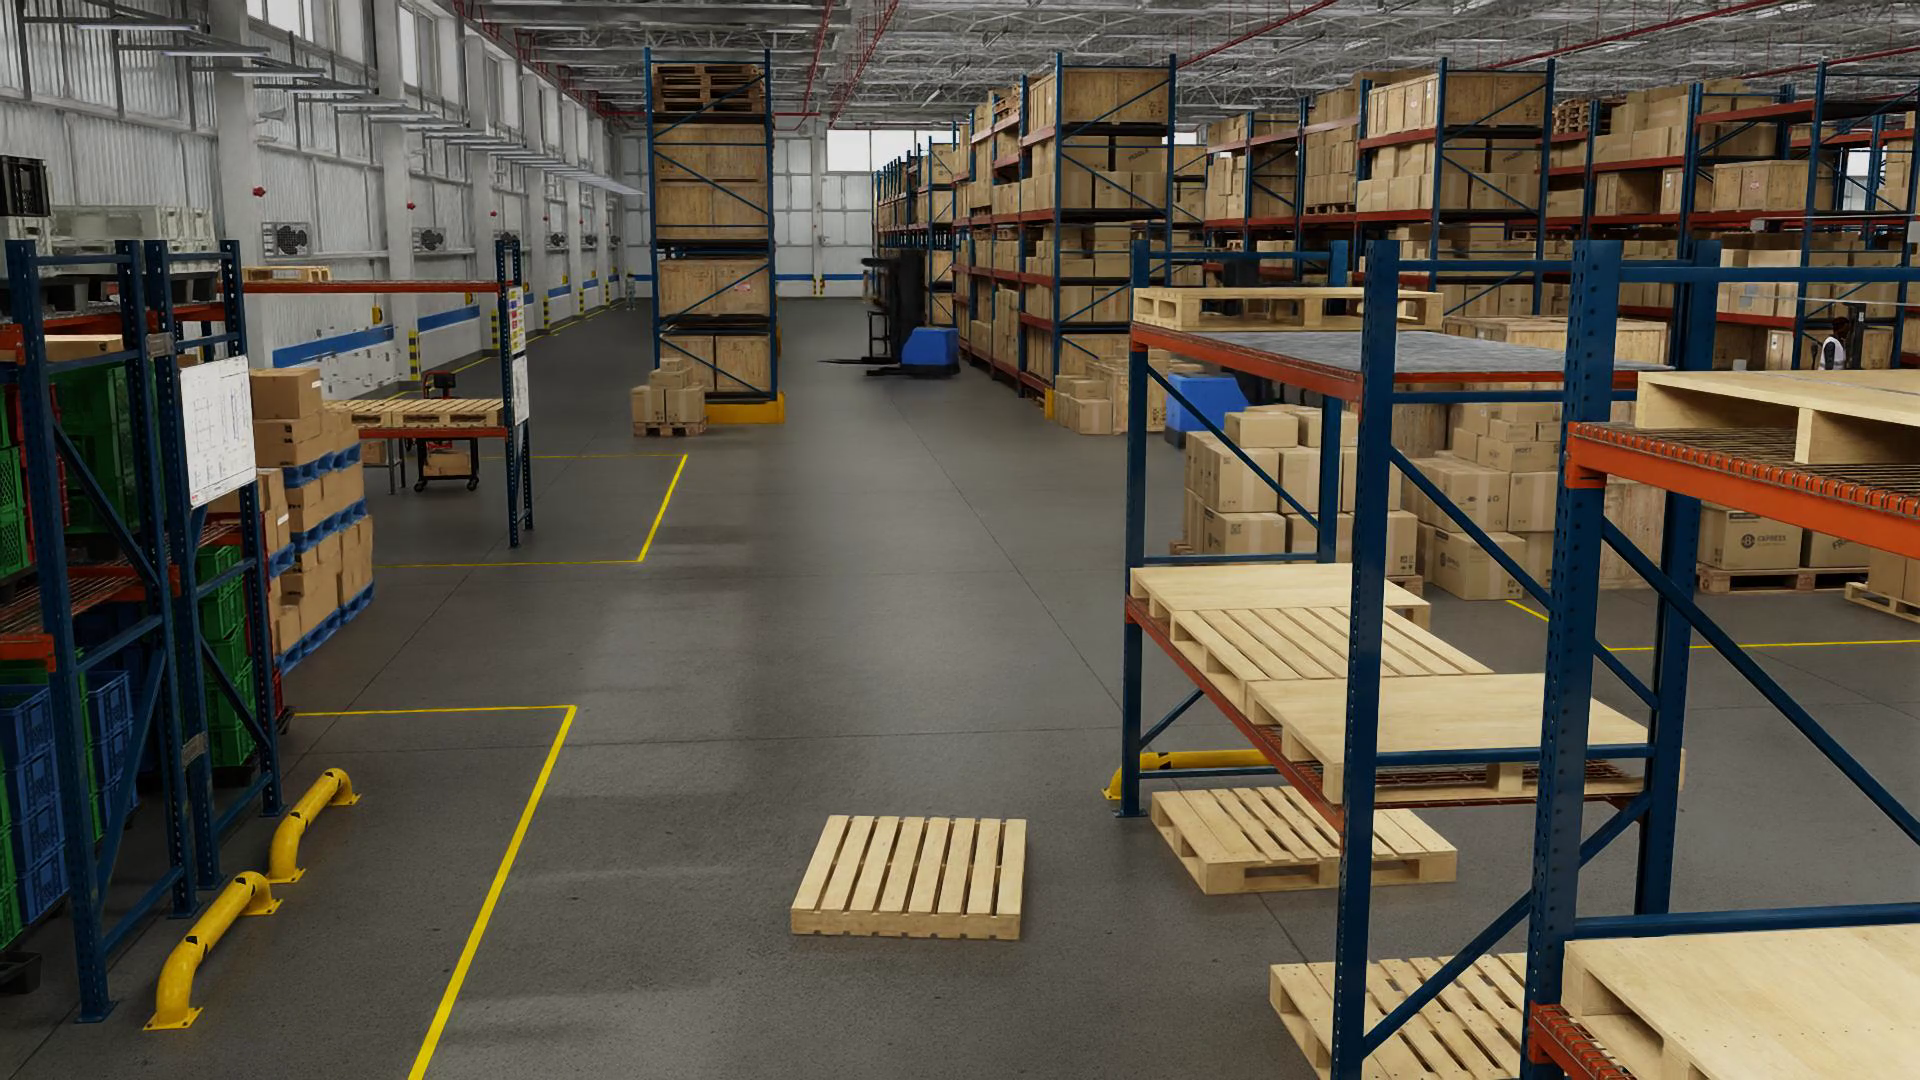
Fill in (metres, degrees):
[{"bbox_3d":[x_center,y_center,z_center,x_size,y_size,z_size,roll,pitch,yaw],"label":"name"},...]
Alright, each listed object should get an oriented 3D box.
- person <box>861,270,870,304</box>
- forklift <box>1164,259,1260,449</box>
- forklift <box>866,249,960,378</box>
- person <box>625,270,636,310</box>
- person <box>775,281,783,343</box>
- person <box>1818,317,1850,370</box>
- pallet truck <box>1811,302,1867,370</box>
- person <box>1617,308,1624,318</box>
[{"bbox_3d":[-4.527,-11.978,78.778,0.553,1.619,0.532,0,10,0],"label":"person"},{"bbox_3d":[3.998,-2.725,24.032,1.873,2.768,1.129,-1,10,-6],"label":"forklift"},{"bbox_3d":[-1.012,-5.027,36.788,1.873,2.768,1.129,3,11,17],"label":"forklift"},{"bbox_3d":[-14.254,-10.798,71.915,0.487,1.745,0.292,-8,13,-38],"label":"person"},{"bbox_3d":[-5.400,-6.668,48.774,0.530,1.830,0.591,-2,10,-11],"label":"person"},{"bbox_3d":[12.931,-2.355,24.690,0.388,1.910,0.591,8,13,39],"label":"person"},{"bbox_3d":[15.846,-3.142,28.793,1.885,1.965,0.823,2,10,12],"label":"pallet truck"},{"bbox_3d":[11.604,-3.184,29.479,0.623,1.836,0.430,10,14,44],"label":"person"}]
